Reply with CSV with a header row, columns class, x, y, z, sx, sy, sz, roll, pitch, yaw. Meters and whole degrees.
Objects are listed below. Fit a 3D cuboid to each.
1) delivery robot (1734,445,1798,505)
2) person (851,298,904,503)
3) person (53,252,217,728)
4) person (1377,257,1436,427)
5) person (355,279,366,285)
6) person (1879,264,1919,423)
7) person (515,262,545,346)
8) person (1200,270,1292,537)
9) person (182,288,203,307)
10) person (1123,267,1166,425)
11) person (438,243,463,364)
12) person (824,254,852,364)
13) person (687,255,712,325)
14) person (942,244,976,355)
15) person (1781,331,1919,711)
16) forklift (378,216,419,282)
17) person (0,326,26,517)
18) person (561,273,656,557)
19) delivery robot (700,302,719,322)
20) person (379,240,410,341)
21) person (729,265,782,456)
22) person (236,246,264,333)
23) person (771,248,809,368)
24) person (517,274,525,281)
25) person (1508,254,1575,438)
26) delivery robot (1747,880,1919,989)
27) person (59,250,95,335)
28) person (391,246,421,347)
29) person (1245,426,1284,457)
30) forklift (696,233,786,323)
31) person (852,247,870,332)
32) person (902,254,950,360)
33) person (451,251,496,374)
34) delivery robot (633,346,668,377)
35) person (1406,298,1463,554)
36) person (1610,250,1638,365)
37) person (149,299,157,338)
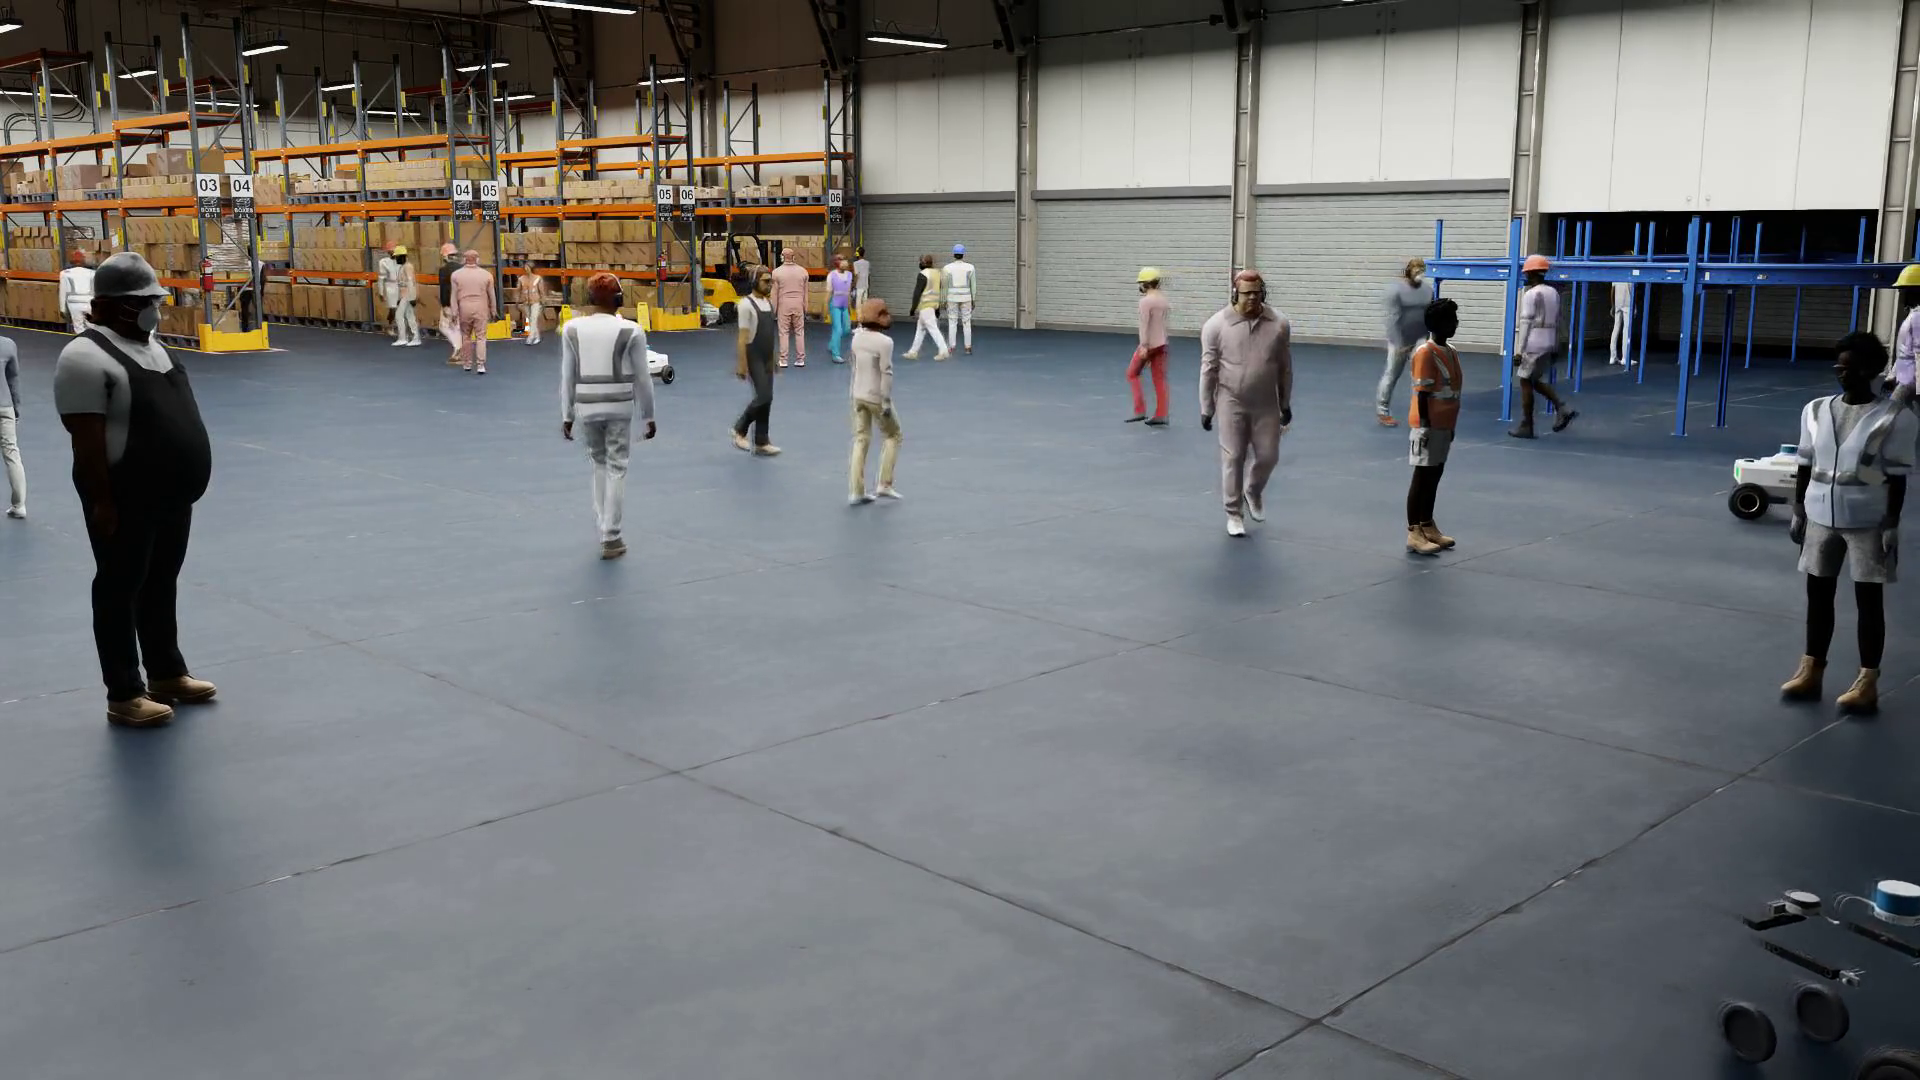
class,x,y,z,sx,sy,sz,roll,pitch,yaw
delivery robot,6.228,-0.476,12.540,0.707,0.478,0.477,5,12,27
person,-0.659,-1.097,13.177,0.511,1.616,0.519,10,14,43
person,-3.570,-0.218,7.330,0.536,2.000,0.673,1,10,6
person,4.897,-2.139,18.156,0.645,1.875,1.087,-3,11,-17
person,-17.991,-7.910,49.784,0.808,1.817,0.646,0,10,-3
person,7.943,-1.357,13.907,1.016,1.869,0.601,7,13,35
person,-8.304,-4.567,32.161,0.532,1.590,0.881,2,11,10
person,2.019,-0.972,11.784,0.669,1.877,0.561,-1,10,-4
person,-17.818,-5.756,38.572,0.516,1.615,0.658,-1,10,-7
person,2.071,-2.163,18.598,0.593,1.743,0.558,7,13,35
person,-8.317,-3.874,27.329,0.486,1.974,0.621,5,12,27
person,-2.033,-3.851,27.660,0.575,1.809,0.603,8,13,37
person,-6.193,-5.923,39.267,0.758,1.693,0.547,4,11,20
person,-0.012,-4.284,29.643,0.605,1.948,0.385,-1,10,-4
person,3.988,-0.089,7.475,0.322,1.690,0.530,-7,12,-33
forklift,-17.868,-9.201,54.028,1.873,2.768,1.129,-10,14,-44
person,-7.210,-0.957,12.348,0.272,1.636,0.507,5,11,24
person,-2.319,-0.855,11.174,0.599,1.857,0.722,2,11,10
delivery robot,-5.987,-5.419,39.490,0.477,0.478,0.707,-6,12,-29
person,-11.314,-5.003,33.363,0.635,2.021,0.576,-6,12,-28
person,-1.931,-1.721,16.004,0.430,1.833,0.521,4,11,22
person,-14.931,-5.230,34.965,0.587,1.878,0.970,-6,12,-32
person,-2.757,-3.744,26.852,0.636,1.899,0.401,-5,11,-23
person,-12.531,-7.637,47.950,0.547,1.938,0.379,-7,13,-35
person,6.085,-2.023,17.404,0.572,1.914,0.590,-10,14,-42
delivery robot,2.278,0.952,4.045,0.335,0.223,0.698,-5,11,-23
person,-14.311,-3.754,27.001,0.717,1.863,0.581,10,14,43
person,-10.628,-4.626,31.604,0.707,1.902,0.625,-5,12,-26
person,2.818,-1.642,15.926,0.533,1.685,0.546,0,10,1
forklift,-5.496,-6.489,41.108,2.313,2.155,1.214,-10,14,-44
person,-2.179,-5.498,36.555,0.365,1.850,0.514,8,13,37
person,-0.556,-3.962,28.320,0.960,1.797,0.636,5,11,24
person,-7.519,-3.524,25.736,0.678,1.860,0.947,-3,11,-16
delivery robot,-4.474,-2.526,23.716,0.477,0.478,0.707,4,11,21
person,3.188,-0.770,11.163,0.316,1.696,0.540,7,13,34
person,10.938,-3.825,27.372,0.335,1.865,0.521,-5,12,-27
person,-10.806,-2.705,21.893,0.313,1.635,0.517,6,12,30
